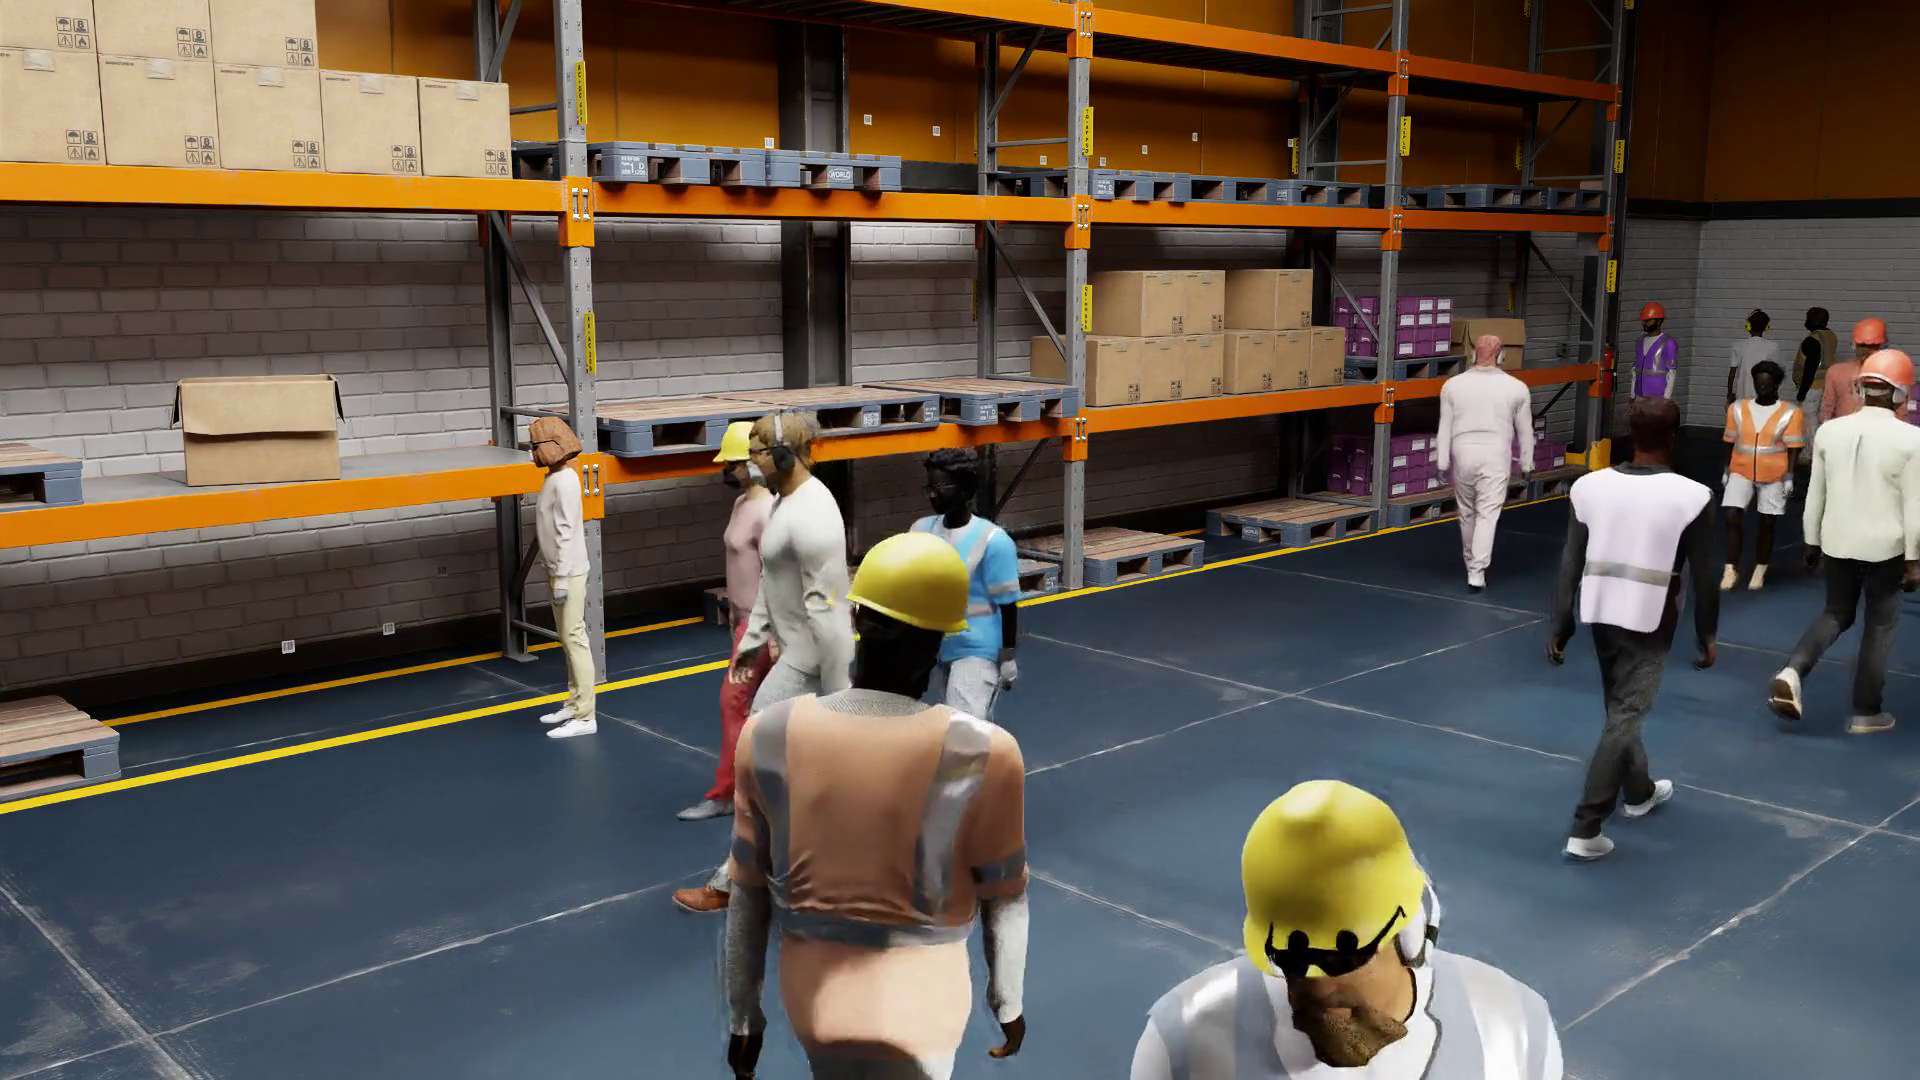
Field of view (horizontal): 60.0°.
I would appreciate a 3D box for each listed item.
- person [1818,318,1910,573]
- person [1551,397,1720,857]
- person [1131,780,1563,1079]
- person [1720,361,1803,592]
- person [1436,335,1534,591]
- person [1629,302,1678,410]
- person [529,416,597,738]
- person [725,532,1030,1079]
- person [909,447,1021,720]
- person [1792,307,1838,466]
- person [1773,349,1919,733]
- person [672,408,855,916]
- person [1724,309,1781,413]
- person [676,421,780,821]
[{"bbox_3d":[6.842,-0.698,12.656,0.616,1.951,0.920,6,11,32],"label":"person"},{"bbox_3d":[2.799,0.340,6.881,1.029,1.862,0.605,-8,13,-40],"label":"person"},{"bbox_3d":[0.534,1.171,2.268,0.643,1.769,0.898,1,10,8],"label":"person"},{"bbox_3d":[5.719,-0.441,11.943,0.549,1.670,0.679,7,12,36],"label":"person"},{"bbox_3d":[3.879,-0.579,12.291,0.667,1.853,1.014,5,11,25],"label":"person"},{"bbox_3d":[7.440,-1.591,17.960,0.375,1.935,0.551,-4,10,-22],"label":"person"},{"bbox_3d":[-2.030,0.183,8.477,0.271,1.627,0.496,-4,10,-21],"label":"person"},{"bbox_3d":[-0.153,0.923,3.383,0.600,1.887,0.678,3,10,17],"label":"person"},{"bbox_3d":[-0.042,0.466,6.674,0.631,1.674,0.536,-9,13,-42],"label":"person"},{"bbox_3d":[9.911,-1.782,19.357,0.619,1.845,0.430,-9,13,-43],"label":"person"},{"bbox_3d":[4.521,0.027,8.391,0.645,1.973,0.624,-5,11,-29],"label":"person"},{"bbox_3d":[-0.552,0.449,6.192,0.986,1.889,0.618,-1,10,-5],"label":"person"},{"bbox_3d":[8.368,-1.493,17.566,0.524,1.876,0.325,5,11,27],"label":"person"},{"bbox_3d":[-0.829,0.339,7.254,0.820,1.736,0.534,-3,10,-19],"label":"person"}]
